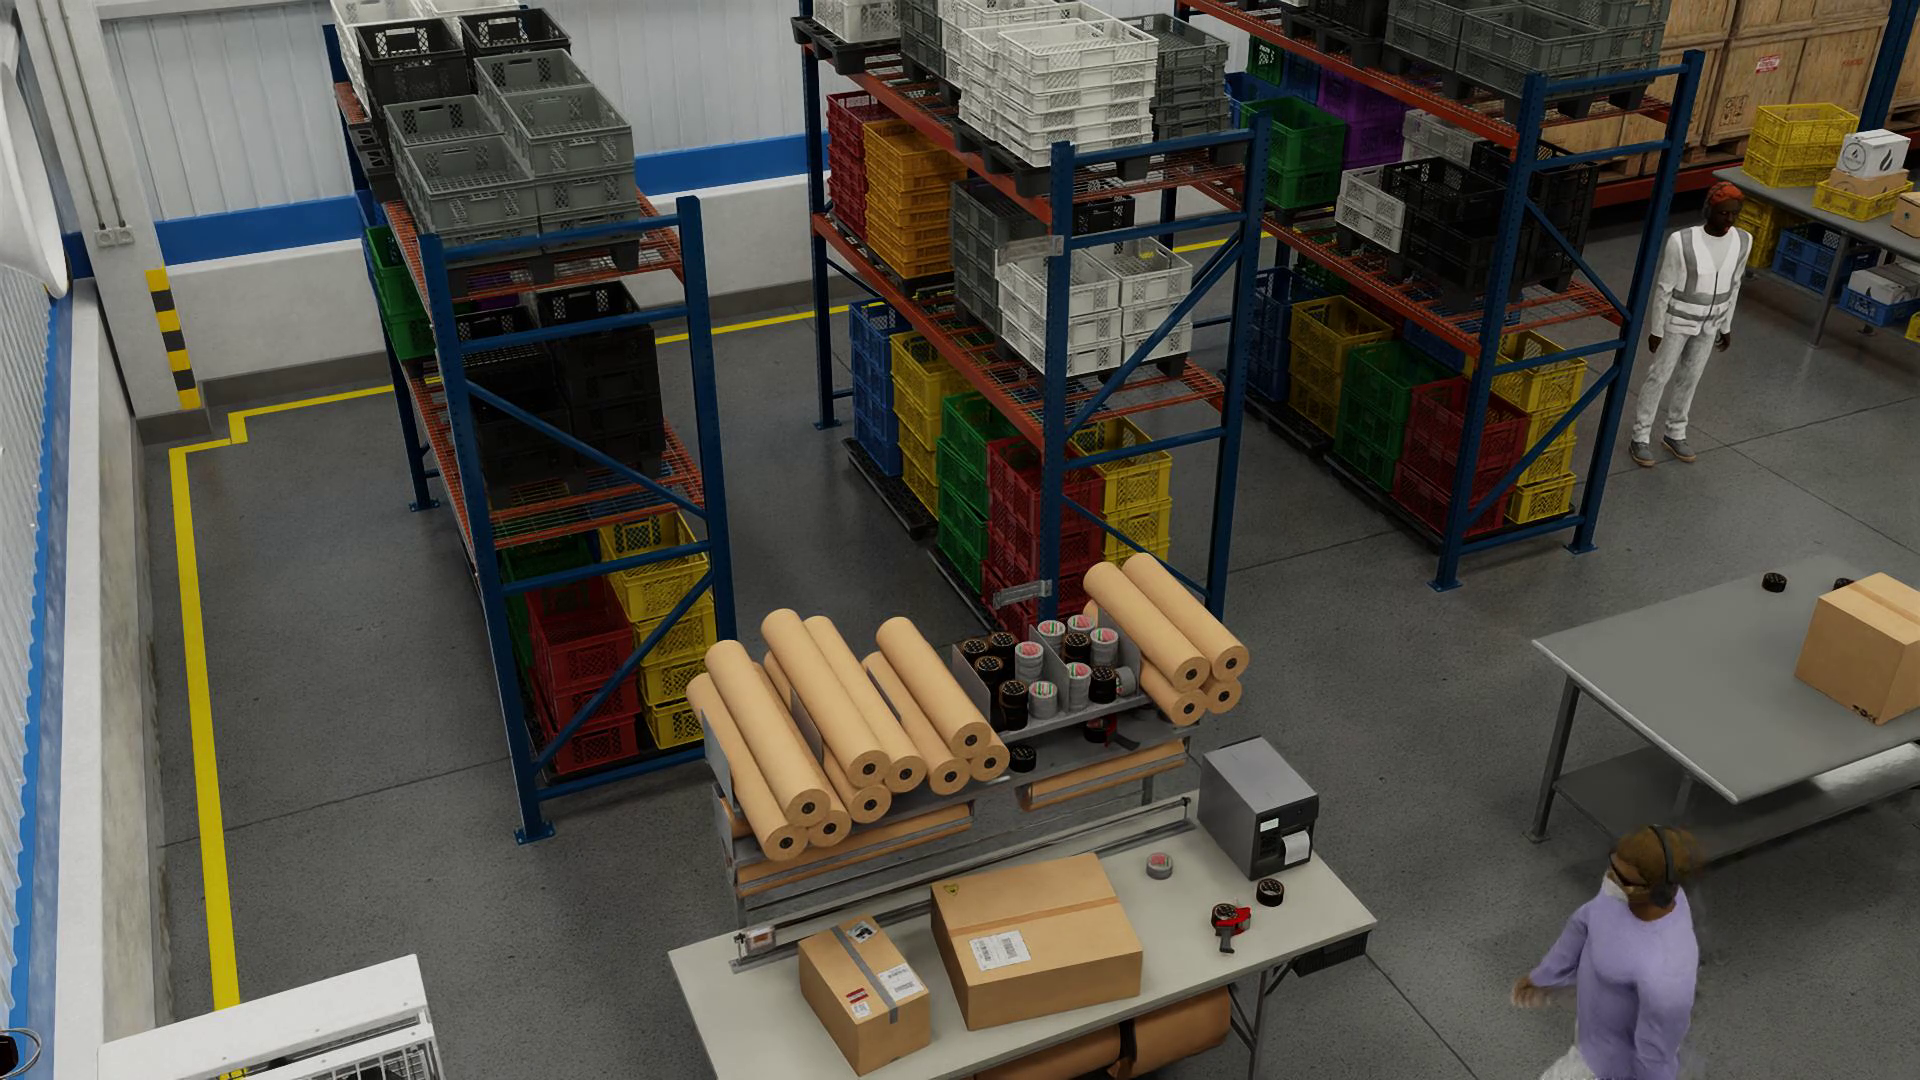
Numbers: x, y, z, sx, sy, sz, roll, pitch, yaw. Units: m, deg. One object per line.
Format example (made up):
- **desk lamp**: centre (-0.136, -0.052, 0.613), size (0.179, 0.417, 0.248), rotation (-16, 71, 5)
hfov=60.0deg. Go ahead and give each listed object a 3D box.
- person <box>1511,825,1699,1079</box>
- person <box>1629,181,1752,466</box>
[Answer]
- **person**: centre (2.150, 1.696, 5.661), size (0.975, 1.889, 0.625), rotation (7, 32, 12)
- **person**: centre (4.682, -1.370, 10.644), size (0.576, 1.882, 0.355), rotation (-6, 32, -9)
